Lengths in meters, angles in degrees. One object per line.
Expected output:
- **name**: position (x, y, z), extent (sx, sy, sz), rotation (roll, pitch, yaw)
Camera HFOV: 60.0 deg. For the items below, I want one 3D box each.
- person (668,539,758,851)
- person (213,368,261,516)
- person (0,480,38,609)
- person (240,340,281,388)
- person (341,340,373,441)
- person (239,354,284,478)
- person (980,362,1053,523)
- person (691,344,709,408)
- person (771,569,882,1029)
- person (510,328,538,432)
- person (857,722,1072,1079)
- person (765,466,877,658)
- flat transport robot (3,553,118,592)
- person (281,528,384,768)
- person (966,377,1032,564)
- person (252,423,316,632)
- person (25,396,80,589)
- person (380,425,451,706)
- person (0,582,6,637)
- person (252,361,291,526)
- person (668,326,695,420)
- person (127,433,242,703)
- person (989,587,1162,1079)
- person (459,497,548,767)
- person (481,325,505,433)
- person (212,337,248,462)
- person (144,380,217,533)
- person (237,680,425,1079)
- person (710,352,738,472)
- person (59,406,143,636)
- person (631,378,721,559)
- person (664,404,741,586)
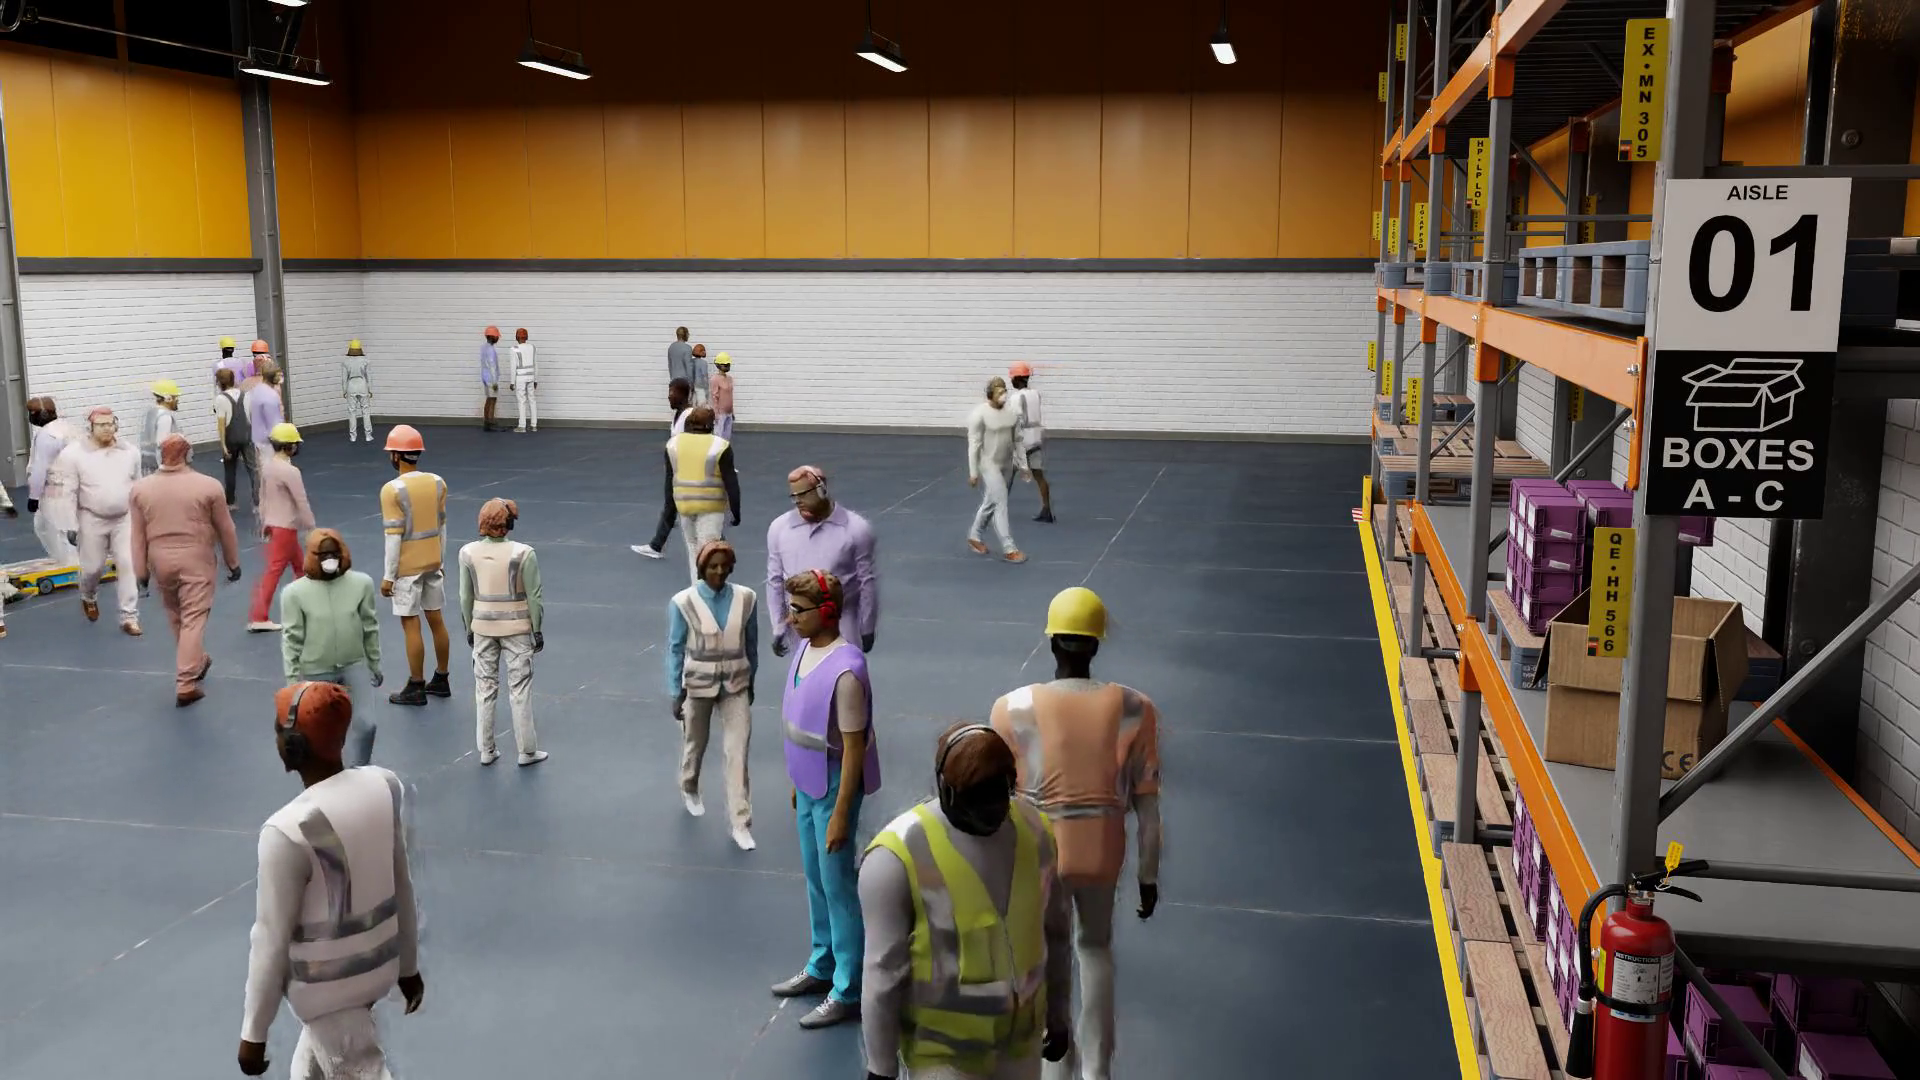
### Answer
- **person**: position (-1.323, 0.775, 8.880), extent (0.520, 1.601, 0.855), rotation (-4, 10, -24)
- **person**: position (-8.746, -1.186, 20.160), extent (0.545, 1.790, 1.014), rotation (-9, 13, -42)
- **person**: position (-8.647, -0.275, 14.670), extent (0.895, 1.766, 0.582), rotation (-1, 10, -8)
- **person**: position (-10.163, -1.944, 24.237), extent (0.552, 1.934, 0.373), rotation (-1, 9, -5)
- **person**: position (-10.349, -2.566, 28.568), extent (0.493, 1.743, 0.300), rotation (-3, 10, -18)
- **person**: position (-8.755, -1.394, 21.015), extent (0.641, 1.910, 0.401), rotation (5, 11, 27)
- **person**: position (0.711, -1.159, 19.664), extent (0.993, 1.883, 0.569), rotation (8, 13, 41)
- **person**: position (-4.636, -2.667, 29.540), extent (0.497, 1.627, 0.288), rotation (8, 13, 42)
- **person**: position (-0.528, 1.018, 6.681), extent (0.390, 1.841, 0.566), rotation (-4, 10, -24)
- **person**: position (-7.882, -2.883, 30.063), extent (0.355, 1.883, 0.575), rotation (8, 12, 39)
- **person**: position (0.033, 1.369, 4.617), extent (0.695, 1.821, 0.478), rotation (-7, 12, -36)
- **person**: position (-0.827, 0.507, 9.656), extent (0.644, 1.873, 0.572), rotation (2, 10, 13)
- **flat transport robot**: position (-8.545, 0.310, 15.669), extent (0.652, 0.197, 1.431), rotation (4, 10, 24)
- **person**: position (-3.385, 0.736, 9.036), extent (0.534, 1.616, 0.484), rotation (-6, 11, -33)
- **person**: position (0.363, -0.737, 17.127), extent (0.643, 1.897, 1.011), rotation (-9, 13, -43)
- **person**: position (-5.550, -0.117, 13.873), extent (0.551, 1.714, 0.904), rotation (9, 13, 44)
- **person**: position (-8.512, -0.434, 15.516), extent (0.543, 1.816, 0.621), rotation (-3, 10, -18)
- **person**: position (-3.777, 0.173, 11.477), extent (0.363, 1.939, 0.542), rotation (5, 11, 28)
- **person**: position (-8.003, -0.181, 13.472), extent (0.391, 1.986, 0.609), rotation (-6, 11, -30)
- **person**: position (-7.946, -1.121, 19.335), extent (0.591, 1.915, 0.645), rotation (-6, 11, -32)
- **person**: position (-4.933, -2.824, 29.532), extent (0.379, 1.940, 0.629), rotation (-9, 13, -43)
- **person**: position (-5.452, 0.172, 11.751), extent (0.648, 1.853, 1.012), rotation (0, 9, -3)
- **person**: position (0.382, 1.115, 5.907), extent (0.601, 1.902, 0.588), rotation (-2, 10, -10)
- **person**: position (-2.758, 0.561, 10.037), extent (0.514, 1.641, 0.309), rotation (1, 10, 8)
- **person**: position (-8.448, -2.911, 30.065), extent (0.373, 1.934, 0.551), rotation (-5, 11, -28)
- **person**: position (-11.154, -2.142, 25.459), extent (0.368, 1.926, 0.594), rotation (6, 11, 34)
- **person**: position (-8.548, -0.847, 18.103), extent (0.931, 1.775, 0.595), rotation (-8, 13, -41)
- **person**: position (-1.837, 1.314, 4.929), extent (0.976, 1.838, 0.593), rotation (2, 10, 12)
- **person**: position (-3.411, -1.827, 24.046), extent (0.310, 1.768, 0.533), rotation (4, 10, 22)
- **person**: position (-7.058, -0.173, 13.729), extent (0.651, 1.885, 0.791), rotation (-8, 12, -40)
- **person**: position (-2.873, -0.712, 17.013), extent (0.973, 1.867, 0.617), rotation (-5, 10, -25)
- **person**: position (-2.218, -0.283, 14.603), extent (0.659, 1.812, 0.776), rotation (3, 10, 16)
